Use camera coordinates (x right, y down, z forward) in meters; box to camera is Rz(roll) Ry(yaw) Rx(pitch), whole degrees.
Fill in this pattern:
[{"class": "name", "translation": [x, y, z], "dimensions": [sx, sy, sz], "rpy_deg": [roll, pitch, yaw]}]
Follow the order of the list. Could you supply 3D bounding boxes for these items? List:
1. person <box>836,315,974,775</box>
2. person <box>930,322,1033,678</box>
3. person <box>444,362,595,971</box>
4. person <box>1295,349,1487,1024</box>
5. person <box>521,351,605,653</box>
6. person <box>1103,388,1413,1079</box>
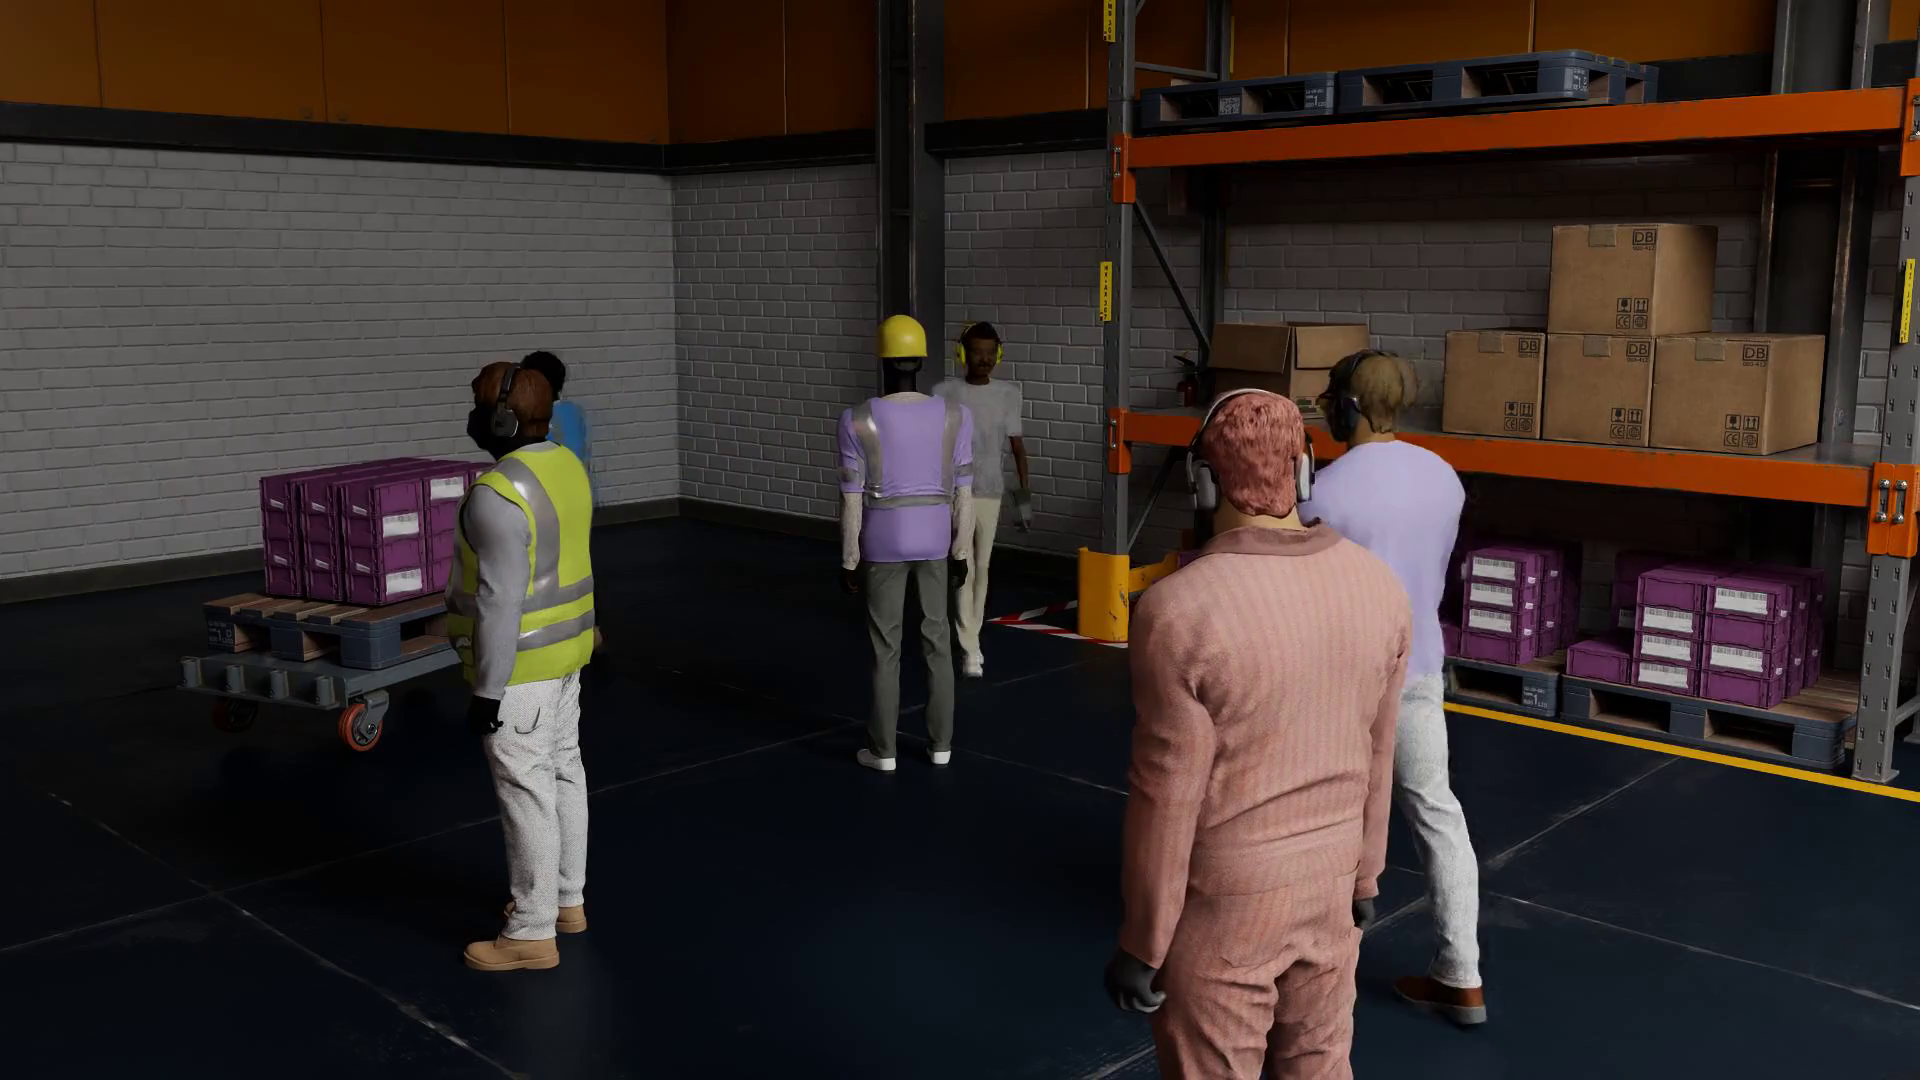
[{"class": "person", "translation": [-0.235, 0.025, 6.995], "dimensions": [0.588, 1.930, 0.359], "rpy_deg": [-3, 10, -18]}, {"class": "person", "translation": [0.112, -0.206, 8.684], "dimensions": [0.550, 1.835, 0.858], "rpy_deg": [-2, 9, -12]}, {"class": "person", "translation": [-1.341, 0.381, 5.084], "dimensions": [0.429, 1.845, 0.625], "rpy_deg": [1, 9, 8]}, {"class": "person", "translation": [1.174, 0.397, 4.862], "dimensions": [0.628, 1.892, 1.037], "rpy_deg": [-5, 10, -27]}, {"class": "person", "translation": [-2.206, -0.196, 9.123], "dimensions": [0.545, 1.674, 0.555], "rpy_deg": [2, 9, 10]}, {"class": "person", "translation": [0.532, 0.667, 3.144], "dimensions": [0.652, 1.902, 0.402], "rpy_deg": [-6, 11, -33]}]
